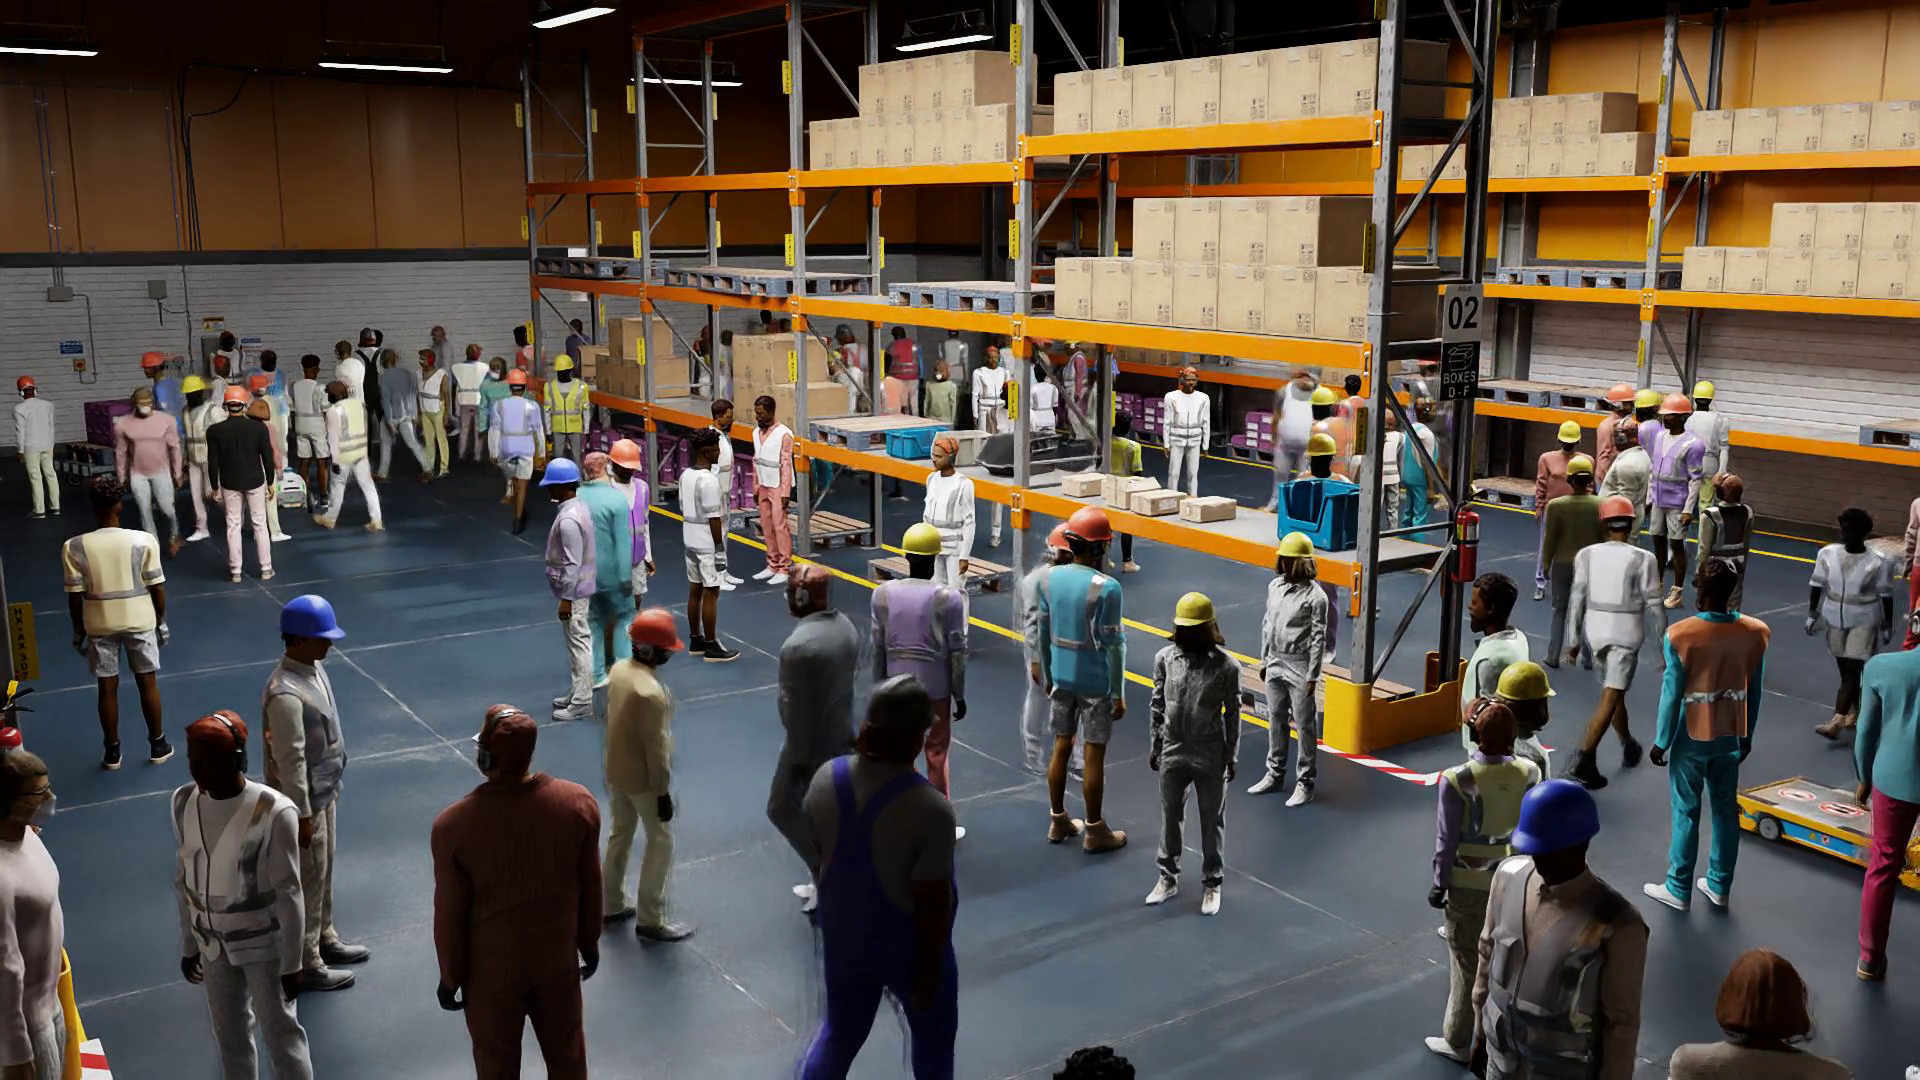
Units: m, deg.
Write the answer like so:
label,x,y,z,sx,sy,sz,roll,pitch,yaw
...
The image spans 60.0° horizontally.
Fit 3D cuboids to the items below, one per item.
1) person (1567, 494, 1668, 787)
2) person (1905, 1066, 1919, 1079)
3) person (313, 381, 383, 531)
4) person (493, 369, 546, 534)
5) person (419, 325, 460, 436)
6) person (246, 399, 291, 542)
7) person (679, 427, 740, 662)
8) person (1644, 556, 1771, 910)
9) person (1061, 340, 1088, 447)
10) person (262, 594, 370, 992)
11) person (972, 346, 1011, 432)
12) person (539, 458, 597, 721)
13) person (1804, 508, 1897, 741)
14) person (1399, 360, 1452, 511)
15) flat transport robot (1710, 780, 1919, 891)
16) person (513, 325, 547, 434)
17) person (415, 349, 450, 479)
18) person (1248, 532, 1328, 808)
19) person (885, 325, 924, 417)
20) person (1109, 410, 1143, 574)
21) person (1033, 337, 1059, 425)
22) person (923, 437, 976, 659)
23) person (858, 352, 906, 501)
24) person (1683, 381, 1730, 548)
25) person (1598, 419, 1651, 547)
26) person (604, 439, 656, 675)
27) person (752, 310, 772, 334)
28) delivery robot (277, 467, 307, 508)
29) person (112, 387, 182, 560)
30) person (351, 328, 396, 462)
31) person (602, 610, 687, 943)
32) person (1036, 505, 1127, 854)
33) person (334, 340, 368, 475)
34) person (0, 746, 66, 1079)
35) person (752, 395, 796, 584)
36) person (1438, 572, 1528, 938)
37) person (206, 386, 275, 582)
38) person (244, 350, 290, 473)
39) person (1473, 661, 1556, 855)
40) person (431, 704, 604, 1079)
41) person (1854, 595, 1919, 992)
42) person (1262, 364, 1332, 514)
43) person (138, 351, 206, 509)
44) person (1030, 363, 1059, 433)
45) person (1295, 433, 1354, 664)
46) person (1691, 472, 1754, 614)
label,x,y,z,sx,sy,sz,roll,pitch,yaw
person,4.307,0.654,10.958,1.003,1.871,0.645,-9,14,-38
person,4.105,1.648,6.587,0.507,1.587,0.891,2,11,8
person,-7.226,-0.983,19.555,0.960,1.784,0.667,5,12,25
person,-5.172,-1.066,19.663,0.574,1.894,0.964,1,11,3
person,-8.773,-2.682,28.021,0.580,1.879,0.716,-8,14,-36
person,-7.942,-0.794,18.959,0.498,1.633,0.284,4,12,18
person,-2.115,0.033,13.876,0.368,1.966,0.603,-7,13,-33
person,3.981,1.035,8.870,0.593,1.920,0.391,-2,11,-11
person,1.854,-2.411,26.793,0.408,1.812,0.609,-1,11,-3
person,-3.107,1.204,7.970,0.421,1.936,0.614,-2,11,-11
person,0.445,-1.784,23.383,0.584,1.882,0.339,-4,12,-20
person,-2.869,0.355,12.275,0.384,1.948,0.605,-2,11,-10
person,6.267,0.596,11.789,0.905,1.644,0.541,-8,14,-36
person,5.950,-1.384,21.065,0.623,1.999,1.029,-6,13,-28
flat transport robot,5.235,1.691,9.742,0.652,0.197,1.431,-6,13,-29
person,-6.967,-2.478,26.763,0.417,1.947,0.608,3,11,13
person,-7.419,-1.777,23.461,0.565,1.841,0.396,5,12,26
person,2.081,0.806,10.486,0.290,1.746,0.486,-8,14,-36
person,-0.968,-2.793,28.739,0.667,1.814,0.445,-2,11,-11
person,1.659,-0.500,17.295,0.539,1.695,0.318,8,13,34
person,1.260,-2.181,25.159,0.441,1.979,0.632,4,12,21
person,-0.114,0.081,13.844,0.352,1.883,0.579,-10,15,-40
person,-1.037,-1.498,21.826,0.996,1.910,0.631,10,15,41
person,7.975,-0.749,17.970,0.593,1.930,0.355,6,13,30
person,5.935,-0.143,14.949,0.406,1.902,0.637,7,13,31
person,-2.693,0.142,13.419,0.374,1.928,0.543,10,15,42
person,-3.729,-3.460,31.877,0.590,1.919,0.391,9,14,38
delivery robot,-8.404,-0.667,20.839,0.477,0.478,0.707,-5,12,-26
person,-8.611,-0.680,17.659,0.653,1.910,0.467,-4,12,-18
person,-8.884,-2.202,25.119,0.675,2.000,0.536,-5,12,-22
person,-1.638,1.198,8.554,0.429,1.714,0.611,-7,13,-33
person,0.730,0.809,9.706,0.611,2.043,0.375,10,15,41
person,-8.742,-1.896,23.857,0.368,1.932,0.622,3,11,13
person,-3.221,1.643,5.708,0.354,1.936,0.635,-5,12,-23
person,-1.898,-0.518,16.859,0.409,1.907,0.598,-10,15,-41
person,2.714,1.107,8.499,0.386,1.918,0.595,6,12,26
person,-7.286,-0.570,16.887,0.622,1.994,0.381,-5,12,-26
person,-9.849,-1.803,23.661,0.623,1.820,0.775,-9,14,-39
person,2.488,1.392,7.490,0.294,1.744,0.486,-4,12,-19
person,-1.663,1.546,6.272,0.651,1.913,0.409,-8,13,-34
person,4.600,1.183,7.939,0.608,1.987,0.388,11,15,44
person,4.110,-1.236,20.175,0.752,2.000,0.564,4,12,19
person,-9.972,-1.396,21.085,0.719,2.013,0.649,-3,12,-17
person,1.110,-1.592,22.886,0.533,1.697,0.318,-6,12,-27
person,2.971,0.071,13.778,0.375,1.929,0.585,-11,15,-43
person,6.188,0.265,13.515,0.515,1.645,0.309,-4,12,-19
